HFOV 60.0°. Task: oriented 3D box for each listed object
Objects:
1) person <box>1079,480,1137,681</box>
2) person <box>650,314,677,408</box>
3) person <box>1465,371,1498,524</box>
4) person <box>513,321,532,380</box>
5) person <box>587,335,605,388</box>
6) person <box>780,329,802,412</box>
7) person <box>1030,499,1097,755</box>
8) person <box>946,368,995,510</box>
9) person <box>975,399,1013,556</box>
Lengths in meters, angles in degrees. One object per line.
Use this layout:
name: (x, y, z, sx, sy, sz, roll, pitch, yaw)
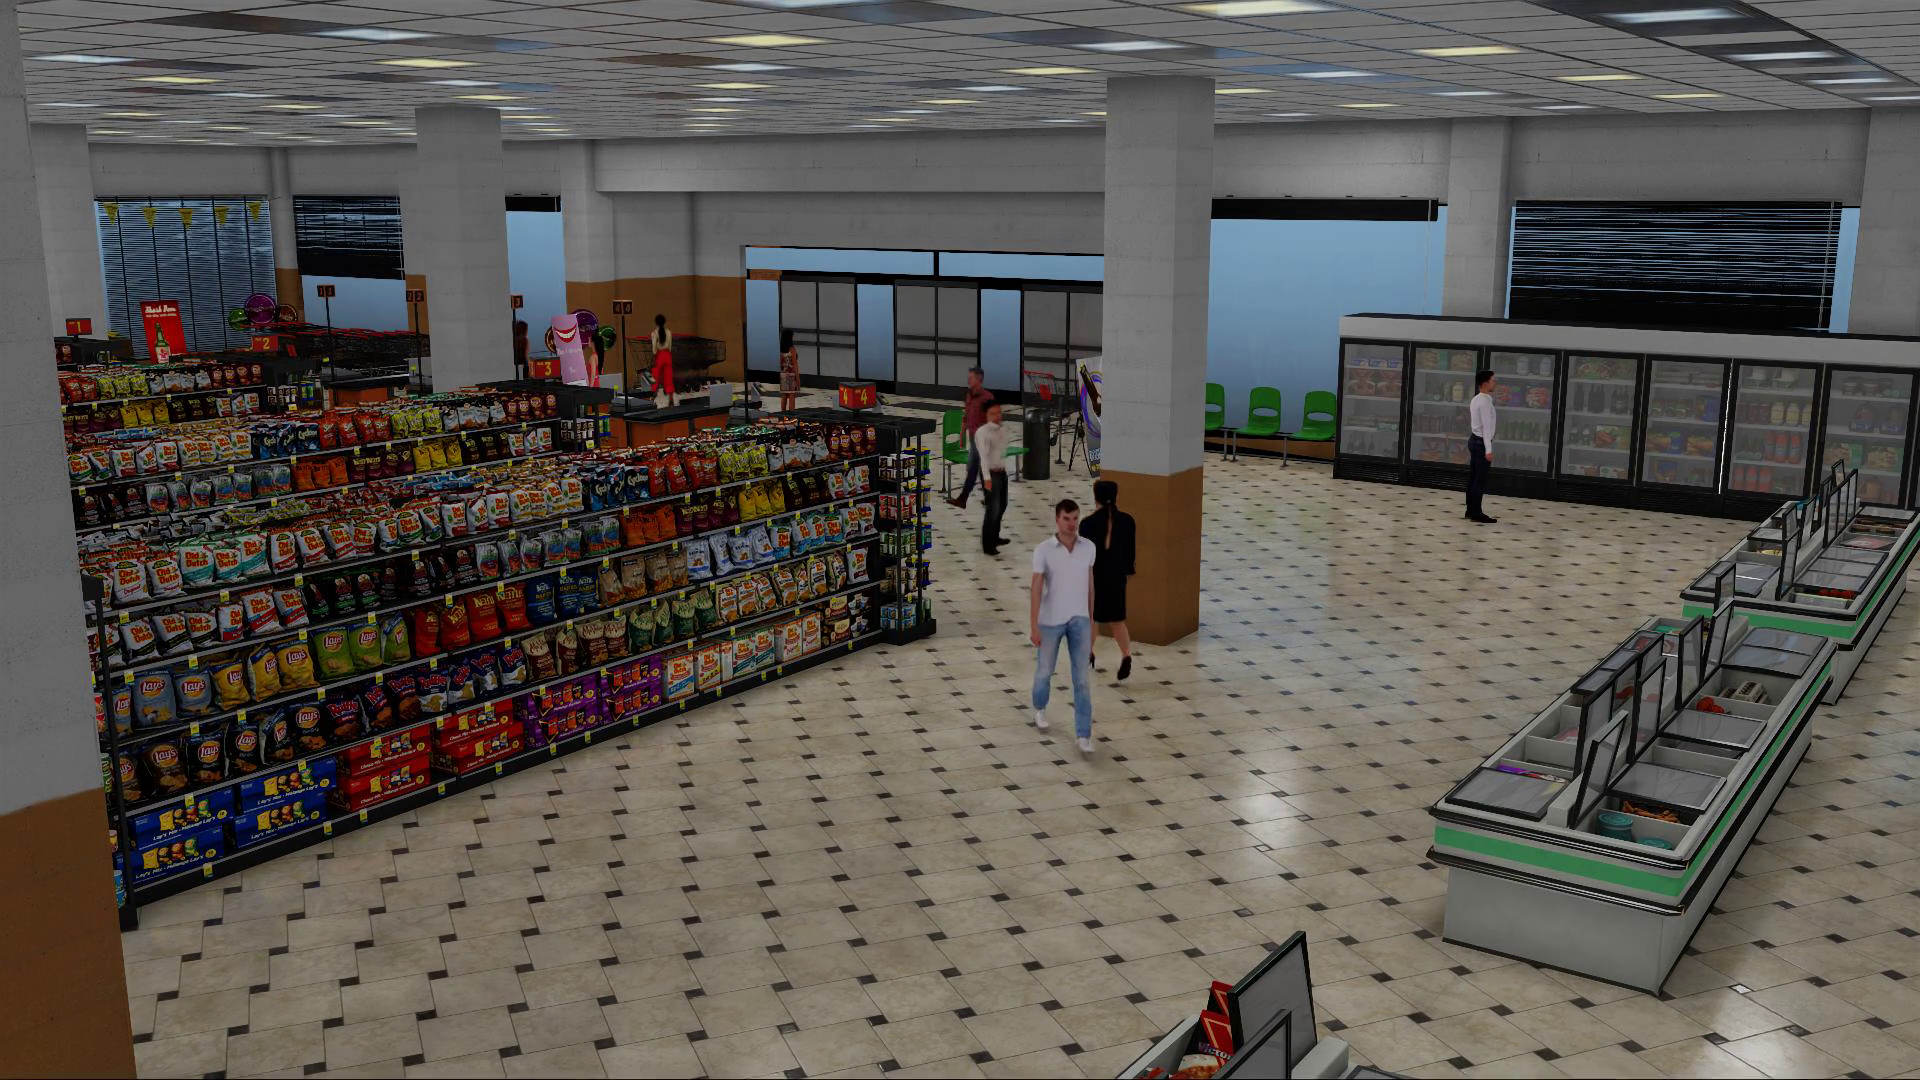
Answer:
person: (1.242, 0.368, 13.811, 1.142, 1.639, 1.133, -4, 13, -18)
person: (-5.442, -3.238, 30.671, 1.117, 1.748, 0.918, -8, 15, -35)
person: (6.423, -1.165, 20.535, 0.783, 1.868, 0.697, 0, 12, 1)
person: (-7.642, -2.846, 28.632, 0.646, 1.821, 0.772, -10, 16, -40)
person: (-5.930, -2.497, 27.203, 0.764, 1.727, 0.652, 2, 12, 9)
person: (-3.008, -2.883, 29.236, 0.599, 1.645, 0.692, -11, 16, -42)
person: (0.731, 0.608, 12.270, 1.223, 1.805, 1.249, -3, 12, -12)
person: (0.340, -1.292, 21.327, 1.251, 1.790, 1.050, -6, 13, -27)
person: (0.361, -0.694, 18.556, 0.937, 1.762, 0.567, 3, 12, 16)
